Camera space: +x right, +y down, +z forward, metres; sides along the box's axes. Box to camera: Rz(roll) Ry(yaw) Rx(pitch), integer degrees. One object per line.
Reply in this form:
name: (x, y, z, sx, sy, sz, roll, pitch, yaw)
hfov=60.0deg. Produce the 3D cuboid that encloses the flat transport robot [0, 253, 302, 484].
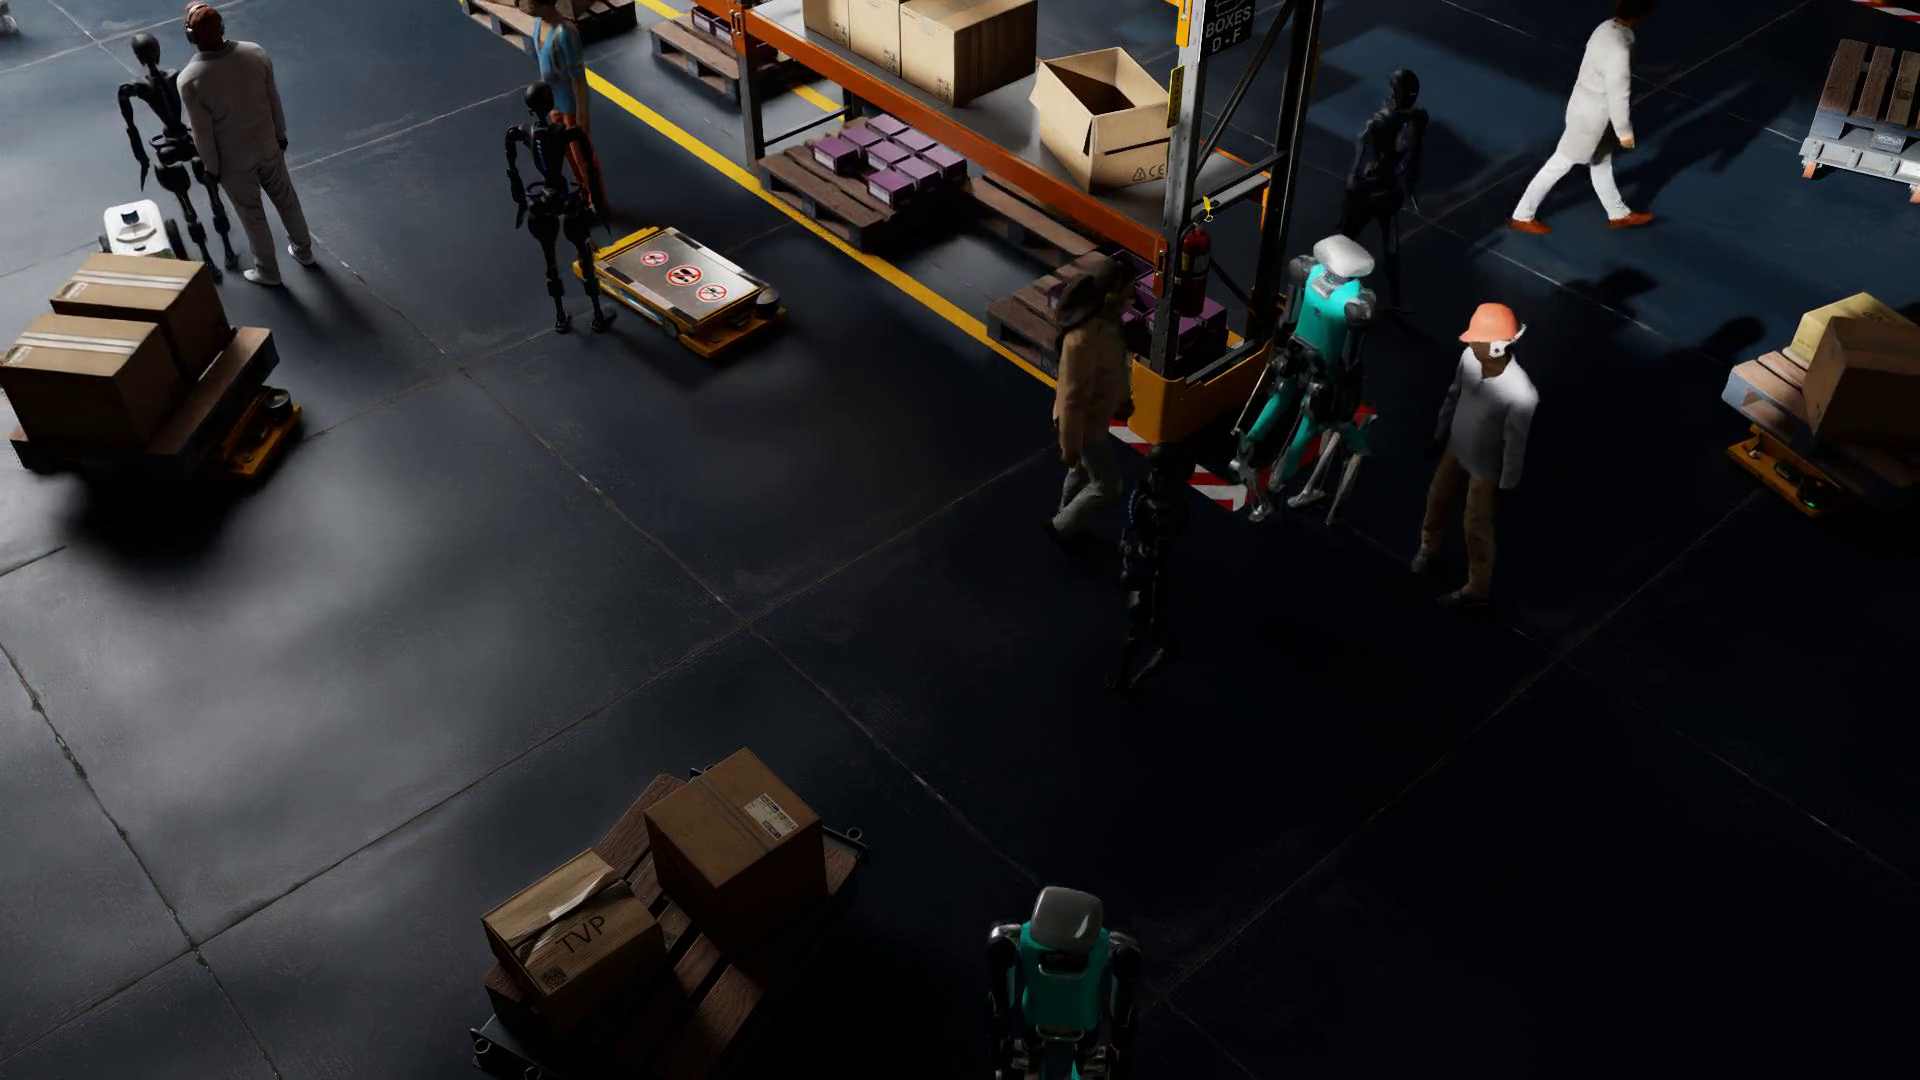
flat transport robot: (-4.721, -0.677, 9.832, 1.431, 0.231, 0.659, 6, 43, 6)

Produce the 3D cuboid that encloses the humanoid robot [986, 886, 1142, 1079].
humanoid robot: (0.339, 1.958, 5.873, 0.540, 1.732, 0.982, 4, 43, 4)

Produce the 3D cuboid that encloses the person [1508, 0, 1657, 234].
person: (4.291, -2.787, 11.006, 0.995, 1.775, 0.502, 10, 44, 11)

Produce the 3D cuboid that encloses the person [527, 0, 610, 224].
person: (-2.668, -2.965, 11.223, 0.330, 1.758, 0.512, -27, 49, -27)

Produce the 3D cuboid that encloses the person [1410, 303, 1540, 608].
person: (2.634, -0.435, 8.496, 0.374, 1.718, 0.579, -14, 44, -15)

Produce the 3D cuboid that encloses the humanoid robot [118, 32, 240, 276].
humanoid robot: (-5.024, -2.469, 10.748, 0.602, 1.652, 0.341, -22, 47, -22)

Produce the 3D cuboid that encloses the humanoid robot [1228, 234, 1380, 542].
humanoid robot: (1.710, -0.679, 8.830, 0.759, 1.883, 0.535, -30, 51, -29)

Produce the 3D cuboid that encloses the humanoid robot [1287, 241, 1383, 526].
humanoid robot: (2.084, -0.842, 8.942, 0.652, 1.822, 0.540, -19, 46, -20)

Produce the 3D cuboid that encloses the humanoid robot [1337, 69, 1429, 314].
humanoid robot: (2.651, -2.149, 10.411, 0.597, 1.628, 0.758, -20, 46, -21)

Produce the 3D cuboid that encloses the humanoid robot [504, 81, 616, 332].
humanoid robot: (-2.483, -2.047, 10.270, 0.599, 1.657, 0.315, 2, 43, 2)

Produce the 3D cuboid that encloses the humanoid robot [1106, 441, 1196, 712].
humanoid robot: (0.913, 0.158, 7.886, 0.343, 1.647, 0.610, 1, 43, 1)

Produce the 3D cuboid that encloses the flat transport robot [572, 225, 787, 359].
flat transport robot: (-1.855, -1.673, 10.915, 1.431, 0.231, 0.659, 33, 52, 31)

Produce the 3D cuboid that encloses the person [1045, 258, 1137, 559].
person: (0.694, -0.649, 8.628, 0.453, 1.853, 0.596, 12, 44, 13)

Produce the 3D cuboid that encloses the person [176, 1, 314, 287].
person: (-4.582, -2.514, 10.621, 0.413, 1.908, 0.641, 25, 48, 25)

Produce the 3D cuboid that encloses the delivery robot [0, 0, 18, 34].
delivery robot: (-8.221, -4.437, 13.718, 0.781, 0.605, 0.499, 22, 47, 22)

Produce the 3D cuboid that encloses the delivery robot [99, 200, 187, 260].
delivery robot: (-5.393, -1.924, 10.965, 0.499, 0.580, 0.756, -19, 46, -20)

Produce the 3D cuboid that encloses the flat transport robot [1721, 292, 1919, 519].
flat transport robot: (5.266, -0.578, 9.724, 1.431, 0.231, 0.659, -19, 46, -20)
